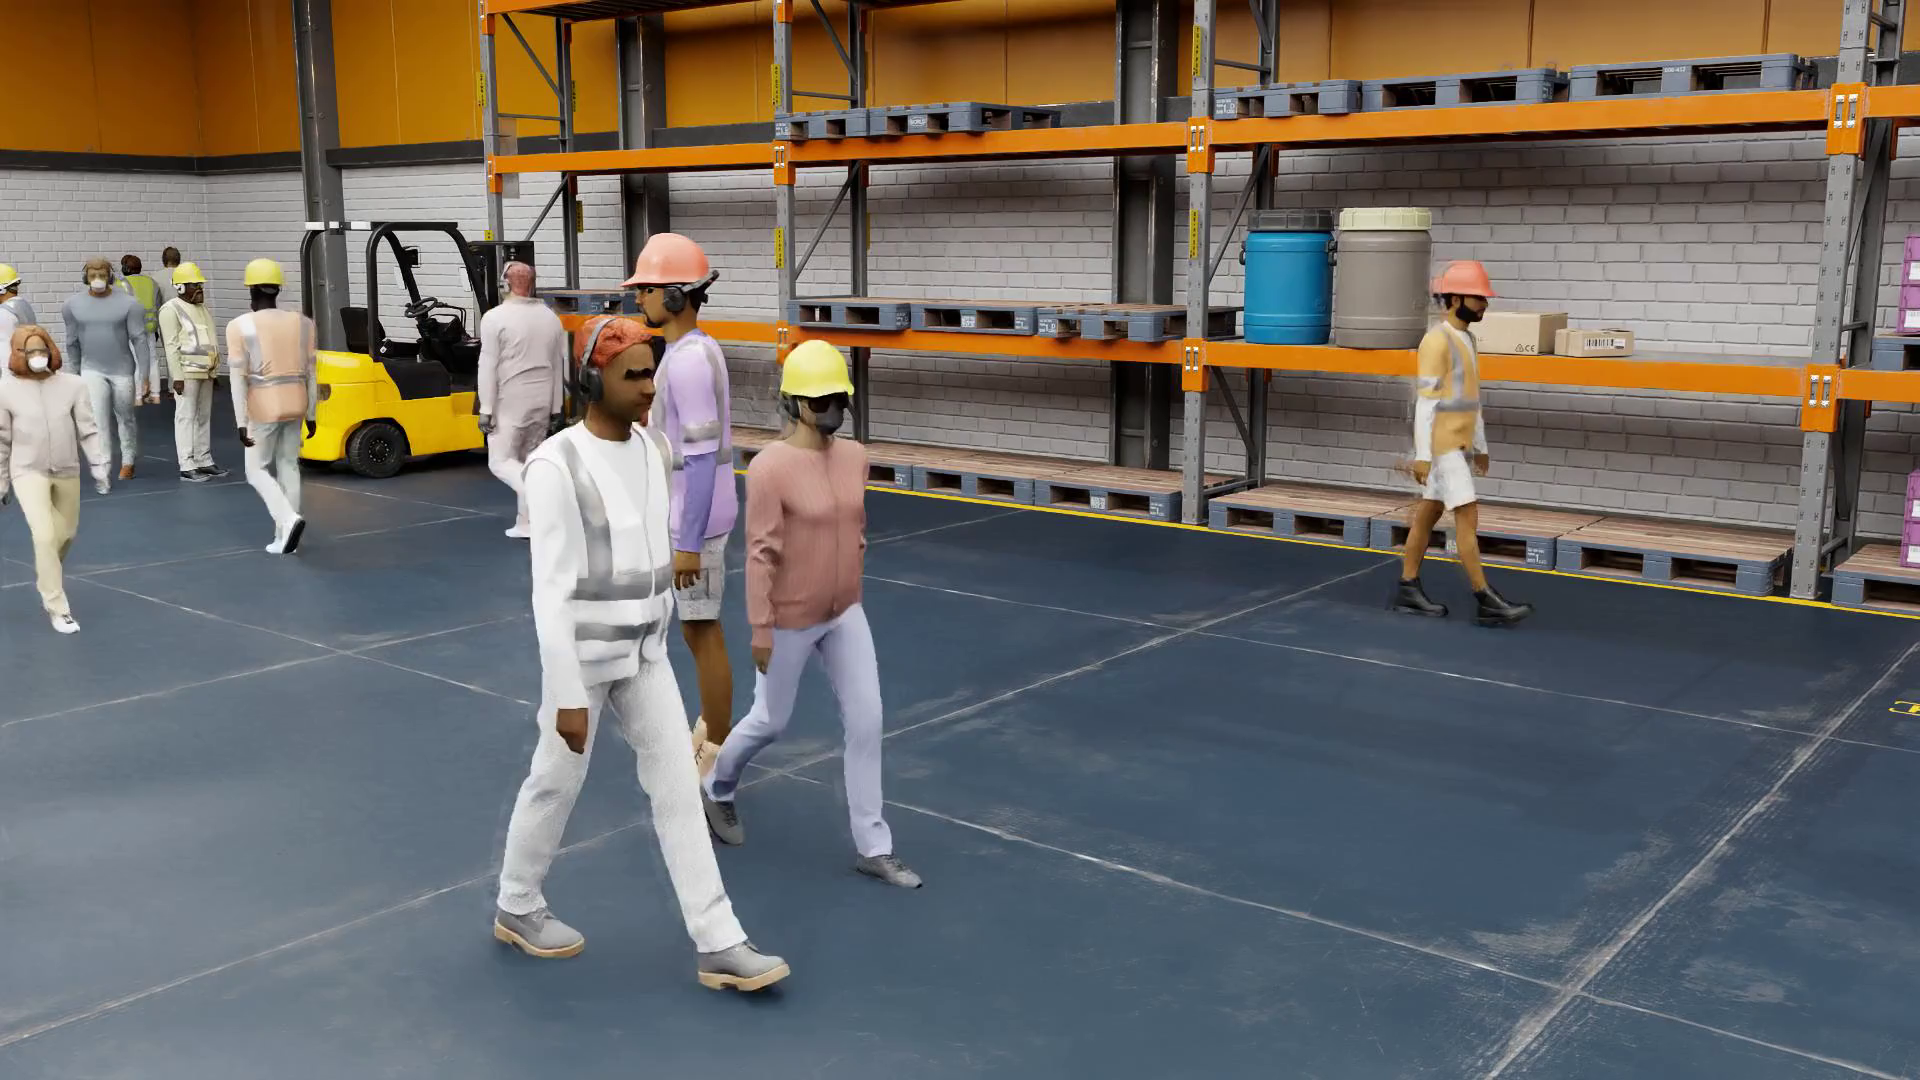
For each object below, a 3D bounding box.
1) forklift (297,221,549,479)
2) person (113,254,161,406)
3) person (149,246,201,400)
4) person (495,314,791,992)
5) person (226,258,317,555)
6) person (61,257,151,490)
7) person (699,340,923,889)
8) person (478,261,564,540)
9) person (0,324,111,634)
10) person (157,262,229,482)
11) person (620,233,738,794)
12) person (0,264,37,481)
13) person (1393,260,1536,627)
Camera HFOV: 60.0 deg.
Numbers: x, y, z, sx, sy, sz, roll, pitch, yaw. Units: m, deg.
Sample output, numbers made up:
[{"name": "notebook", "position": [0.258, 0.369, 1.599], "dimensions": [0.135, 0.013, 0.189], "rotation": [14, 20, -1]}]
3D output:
[{"name": "forklift", "position": [-4.922, -1.741, 14.854], "dimensions": [1.214, 2.155, 2.313], "rotation": [8, 13, 38]}, {"name": "person", "position": [-10.111, -2.571, 20.425], "dimensions": [0.429, 1.846, 0.625], "rotation": [4, 11, 23]}, {"name": "person", "position": [-9.967, -2.755, 21.179], "dimensions": [0.631, 1.940, 0.369], "rotation": [-8, 13, -38]}, {"name": "person", "position": [-0.947, 0.316, 4.497], "dimensions": [0.977, 1.832, 0.600], "rotation": [6, 12, 28]}, {"name": "person", "position": [-4.313, -0.818, 10.528], "dimensions": [0.559, 1.911, 0.593], "rotation": [9, 13, 40]}, {"name": "person", "position": [-7.011, -1.377, 13.722], "dimensions": [0.644, 1.883, 1.081], "rotation": [-3, 11, -18]}, {"name": "person", "position": [-0.527, 0.216, 5.325], "dimensions": [0.870, 1.731, 0.524], "rotation": [9, 14, 42]}, {"name": "person", "position": [-2.876, -0.899, 11.034], "dimensions": [0.643, 1.884, 0.654], "rotation": [7, 12, 33]}, {"name": "person", "position": [-4.845, -0.347, 8.783], "dimensions": [0.790, 1.598, 0.502], "rotation": [9, 13, 40]}, {"name": "person", "position": [-6.460, -1.417, 14.052], "dimensions": [0.403, 1.835, 0.588], "rotation": [1, 10, 7]}, {"name": "person", "position": [-1.001, -0.073, 6.025], "dimensions": [0.390, 2.045, 0.607], "rotation": [-1, 10, -8]}, {"name": "person", "position": [-8.007, -1.417, 14.089], "dimensions": [0.403, 1.826, 0.597], "rotation": [-3, 11, -15]}, {"name": "person", "position": [2.706, -0.495, 8.735], "dimensions": [0.875, 1.905, 0.570], "rotation": [6, 12, 31]}]
